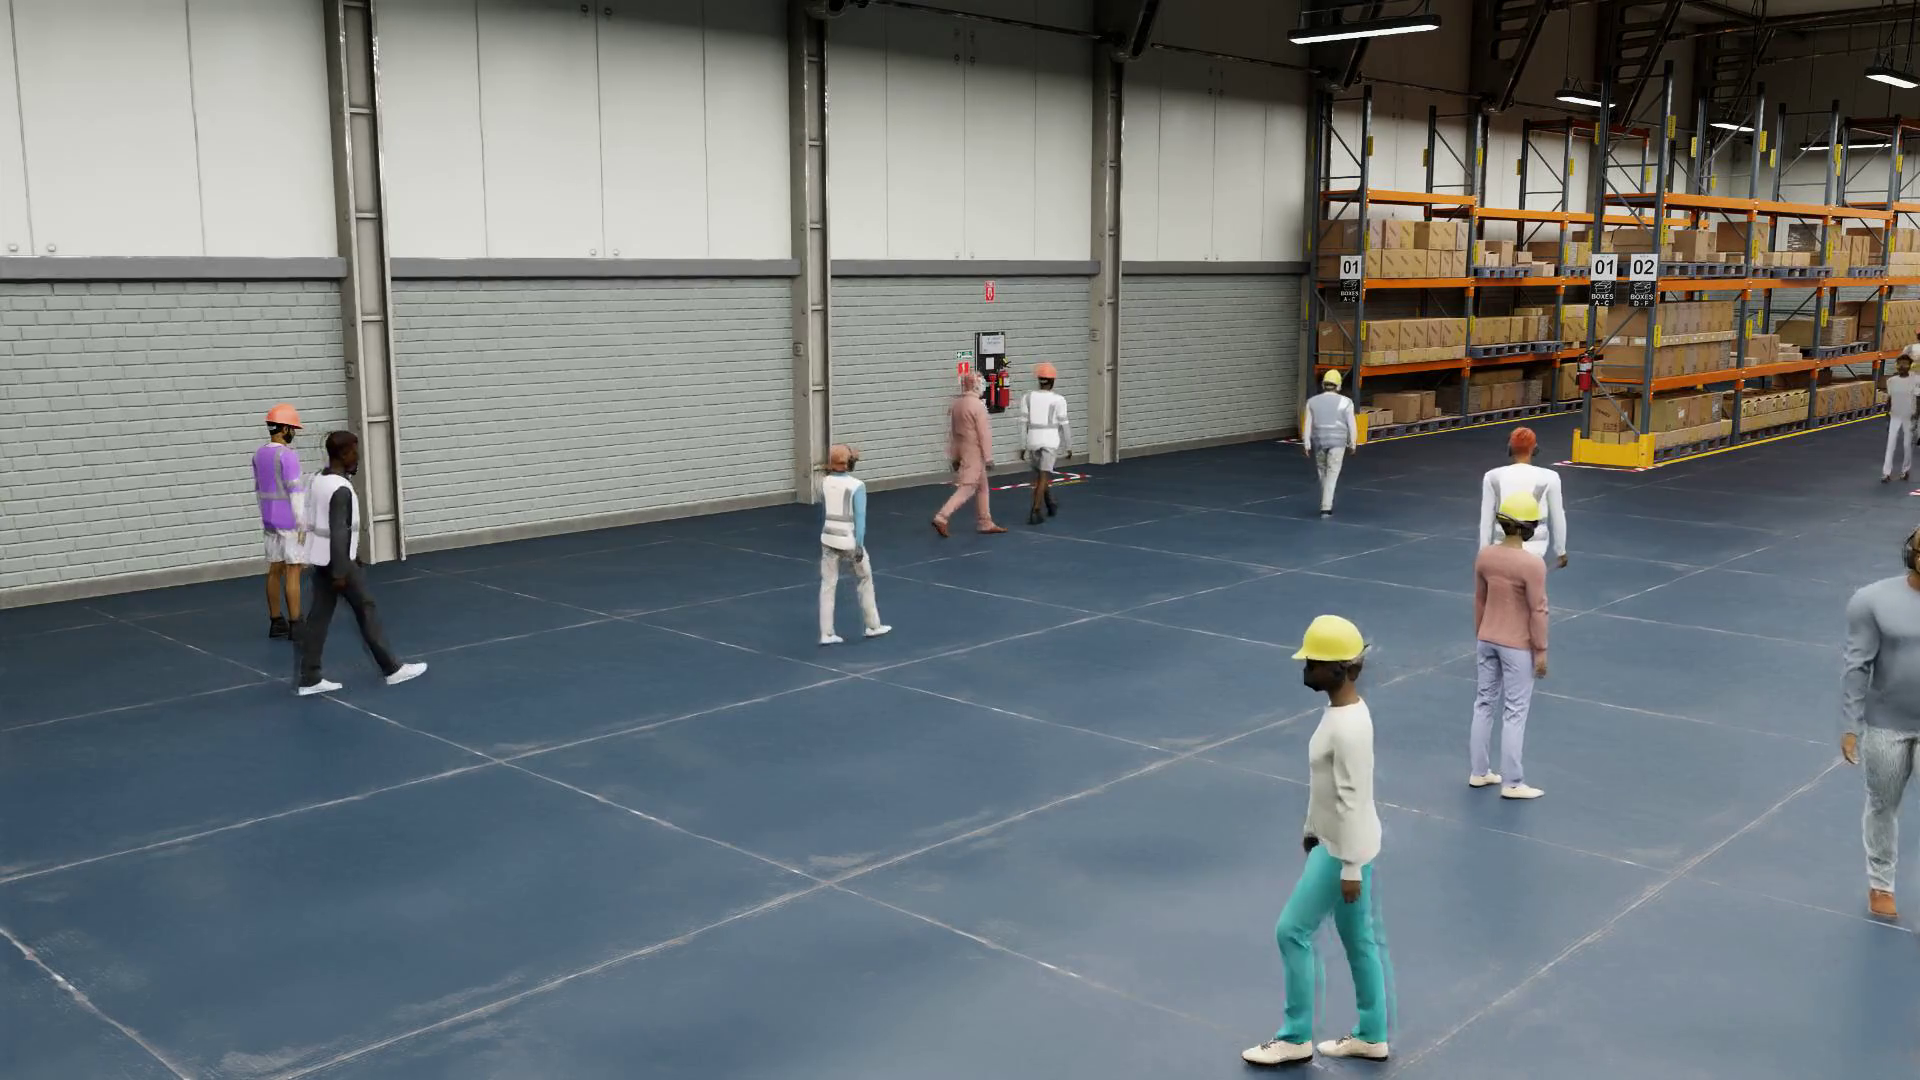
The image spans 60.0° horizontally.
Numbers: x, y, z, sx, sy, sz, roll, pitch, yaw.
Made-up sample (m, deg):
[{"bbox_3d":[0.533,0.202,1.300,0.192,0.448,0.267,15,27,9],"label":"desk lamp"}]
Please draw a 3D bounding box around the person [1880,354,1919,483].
[{"bbox_3d":[13.290,-1.708,23.464,0.503,1.819,1.002,8,12,41],"label":"person"}]

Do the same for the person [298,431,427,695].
[{"bbox_3d":[-4.356,0.150,11.935,0.944,1.871,0.608,-7,12,-38],"label":"person"}]

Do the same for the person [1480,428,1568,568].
[{"bbox_3d":[4.248,0.068,12.587,0.595,1.839,0.981,6,11,34],"label":"person"}]

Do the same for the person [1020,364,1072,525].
[{"bbox_3d":[1.048,-1.157,19.877,0.573,1.879,0.998,5,10,27],"label":"person"}]

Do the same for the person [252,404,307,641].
[{"bbox_3d":[-5.493,-0.144,13.575,0.542,1.929,0.373,6,11,35],"label":"person"}]

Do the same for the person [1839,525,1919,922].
[{"bbox_3d":[4.279,0.868,7.447,0.628,1.904,0.920,4,10,24],"label":"person"}]

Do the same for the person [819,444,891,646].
[{"bbox_3d":[-0.875,0.030,13.445,0.531,1.606,0.765,7,12,38],"label":"person"}]

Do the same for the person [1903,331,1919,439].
[{"bbox_3d":[17.046,-2.803,29.535,0.634,2.013,0.815,6,11,33],"label":"person"}]

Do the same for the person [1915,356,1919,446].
[{"bbox_3d":[16.308,-2.481,27.846,0.610,1.915,0.432,8,12,41],"label":"person"}]

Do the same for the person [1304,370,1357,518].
[{"bbox_3d":[4.560,-1.190,20.383,0.601,1.778,0.947,5,11,29],"label":"person"}]

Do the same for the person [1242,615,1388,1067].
[{"bbox_3d":[1.341,1.145,6.277,0.683,1.742,0.546,2,10,12],"label":"person"}]

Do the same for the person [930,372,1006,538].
[{"bbox_3d":[0.085,-0.958,18.719,0.916,1.876,0.635,-3,10,-20],"label":"person"}]

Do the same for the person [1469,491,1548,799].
[{"bbox_3d":[3.162,0.597,9.548,0.318,1.767,0.525,-5,10,-27],"label":"person"}]
